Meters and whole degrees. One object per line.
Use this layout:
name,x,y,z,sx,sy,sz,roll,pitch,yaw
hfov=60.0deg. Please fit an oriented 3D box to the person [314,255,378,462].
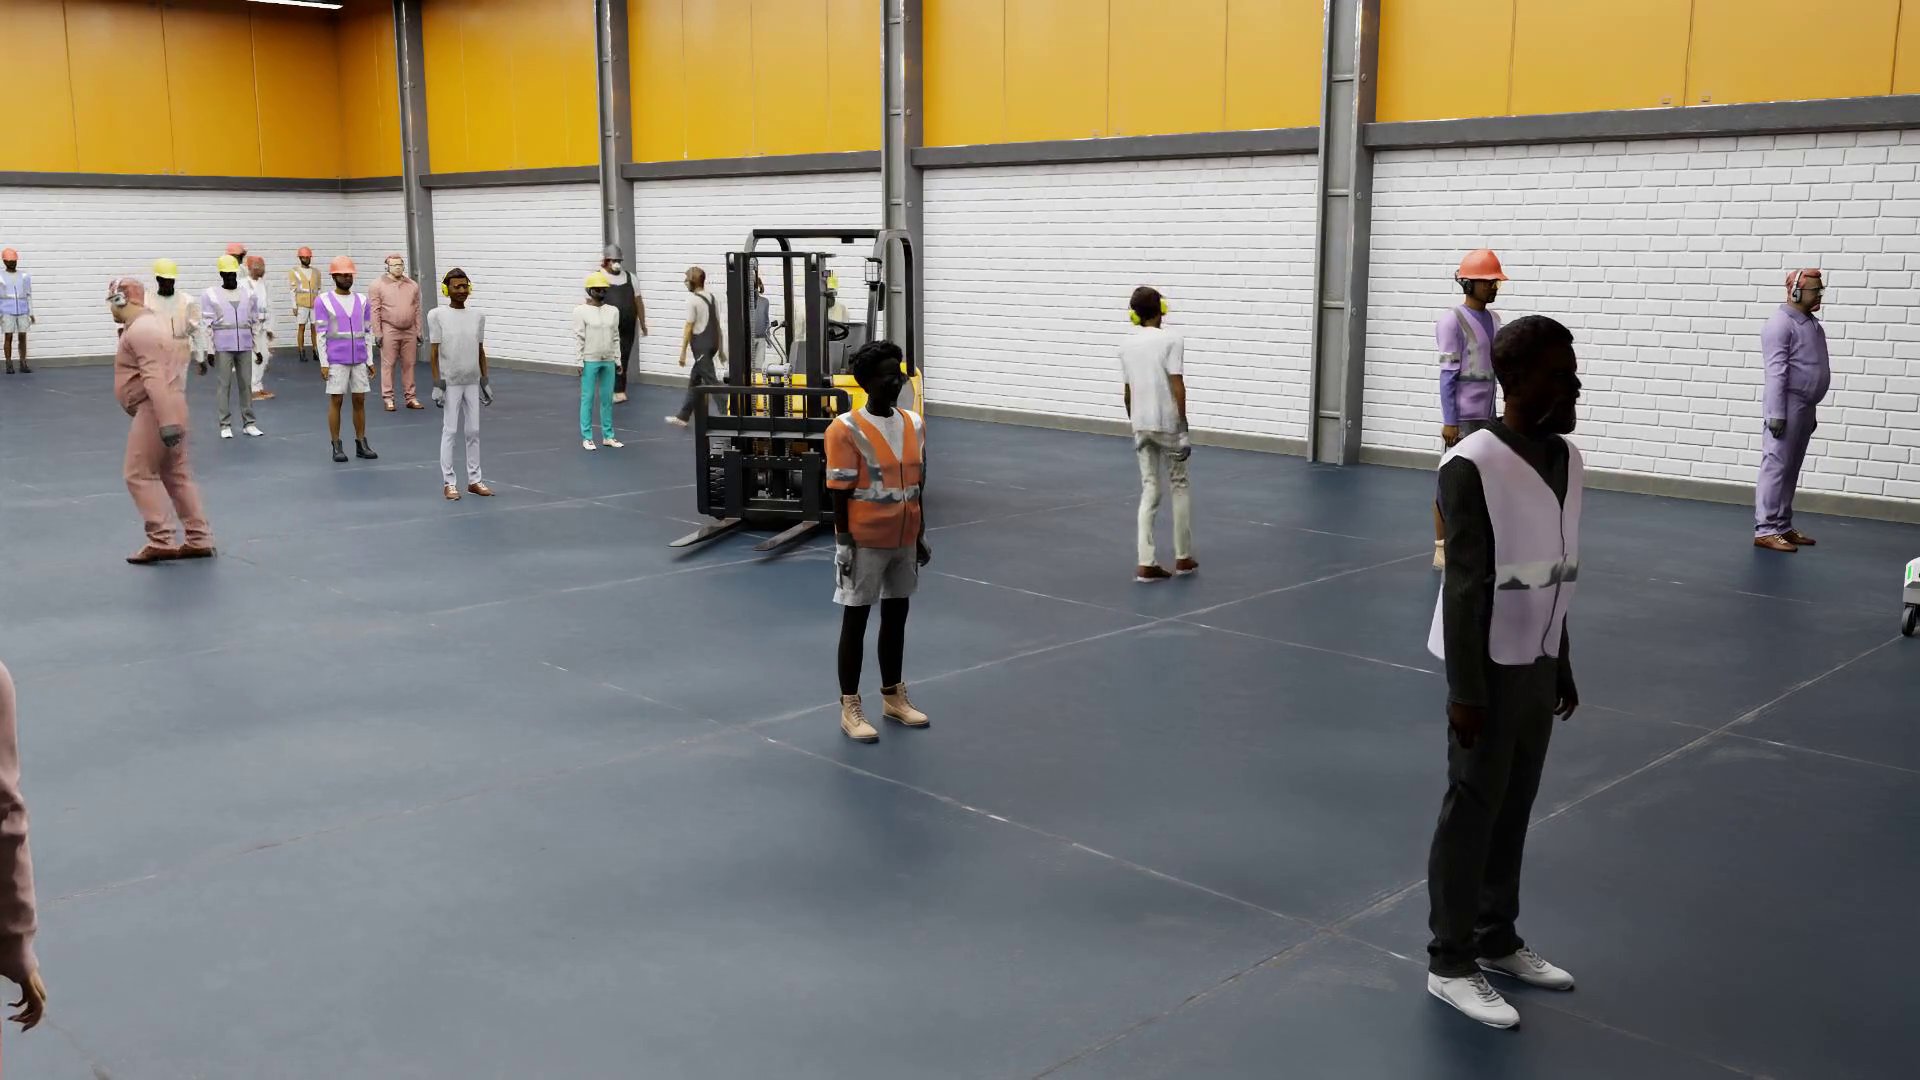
person,-5.812,-1.718,15.780,0.545,1.942,0.353,-10,14,-44

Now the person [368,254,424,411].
person,-6.855,-2.530,20.310,0.641,1.908,0.408,-10,14,-44

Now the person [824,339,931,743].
person,-0.339,-0.002,7.086,0.535,1.700,0.318,-10,14,-44

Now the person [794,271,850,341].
person,-1.242,-1.670,15.932,0.617,1.784,0.899,-8,13,-36

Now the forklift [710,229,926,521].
forklift,-1.050,-1.319,12.920,1.214,2.155,2.313,2,11,13

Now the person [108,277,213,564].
person,-5.258,-0.781,10.902,0.597,1.857,0.673,-3,11,-15

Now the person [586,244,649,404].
person,-4.332,-2.765,21.223,0.694,2.000,0.809,-7,12,-33

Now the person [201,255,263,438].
person,-7.687,-2.046,17.610,0.587,1.927,0.369,-10,14,-44

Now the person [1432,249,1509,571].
person,3.246,-0.806,10.531,0.607,2.044,0.377,-10,14,-44

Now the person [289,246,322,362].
person,-11.064,-3.998,28.217,0.545,1.942,0.353,-10,14,-44

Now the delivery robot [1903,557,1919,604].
delivery robot,5.366,0.182,8.948,0.707,0.478,0.477,-10,14,-44

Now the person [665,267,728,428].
person,-2.837,-2.078,18.185,0.983,1.786,0.525,4,11,22

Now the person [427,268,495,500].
person,-4.045,-1.265,13.511,0.514,1.872,0.328,-10,14,-44

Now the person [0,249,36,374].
person,-14.618,-3.523,25.712,0.455,1.921,0.556,10,14,43

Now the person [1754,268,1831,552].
person,5.686,-0.884,11.333,0.641,1.908,0.408,-10,14,-44

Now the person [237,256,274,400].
person,-9.210,-2.748,21.644,0.389,1.860,0.630,1,10,7

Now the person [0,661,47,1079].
person,-1.832,0.748,2.809,0.525,1.772,0.308,-10,14,-44

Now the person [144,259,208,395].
person,-7.647,-1.774,16.196,0.586,1.899,0.755,-10,15,-44

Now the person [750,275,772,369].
person,-2.611,-2.551,21.164,0.500,1.633,0.281,-10,14,-44

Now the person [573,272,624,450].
person,-3.610,-1.787,16.632,0.525,1.772,0.308,-10,14,-44

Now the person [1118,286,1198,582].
person,1.252,-0.666,10.380,0.607,1.812,0.685,7,13,34

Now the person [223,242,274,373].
person,-11.056,-3.580,25.720,0.646,2.024,0.620,-2,11,-8

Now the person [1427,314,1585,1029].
person,1.507,0.345,4.589,0.591,1.922,0.392,-10,14,-44
